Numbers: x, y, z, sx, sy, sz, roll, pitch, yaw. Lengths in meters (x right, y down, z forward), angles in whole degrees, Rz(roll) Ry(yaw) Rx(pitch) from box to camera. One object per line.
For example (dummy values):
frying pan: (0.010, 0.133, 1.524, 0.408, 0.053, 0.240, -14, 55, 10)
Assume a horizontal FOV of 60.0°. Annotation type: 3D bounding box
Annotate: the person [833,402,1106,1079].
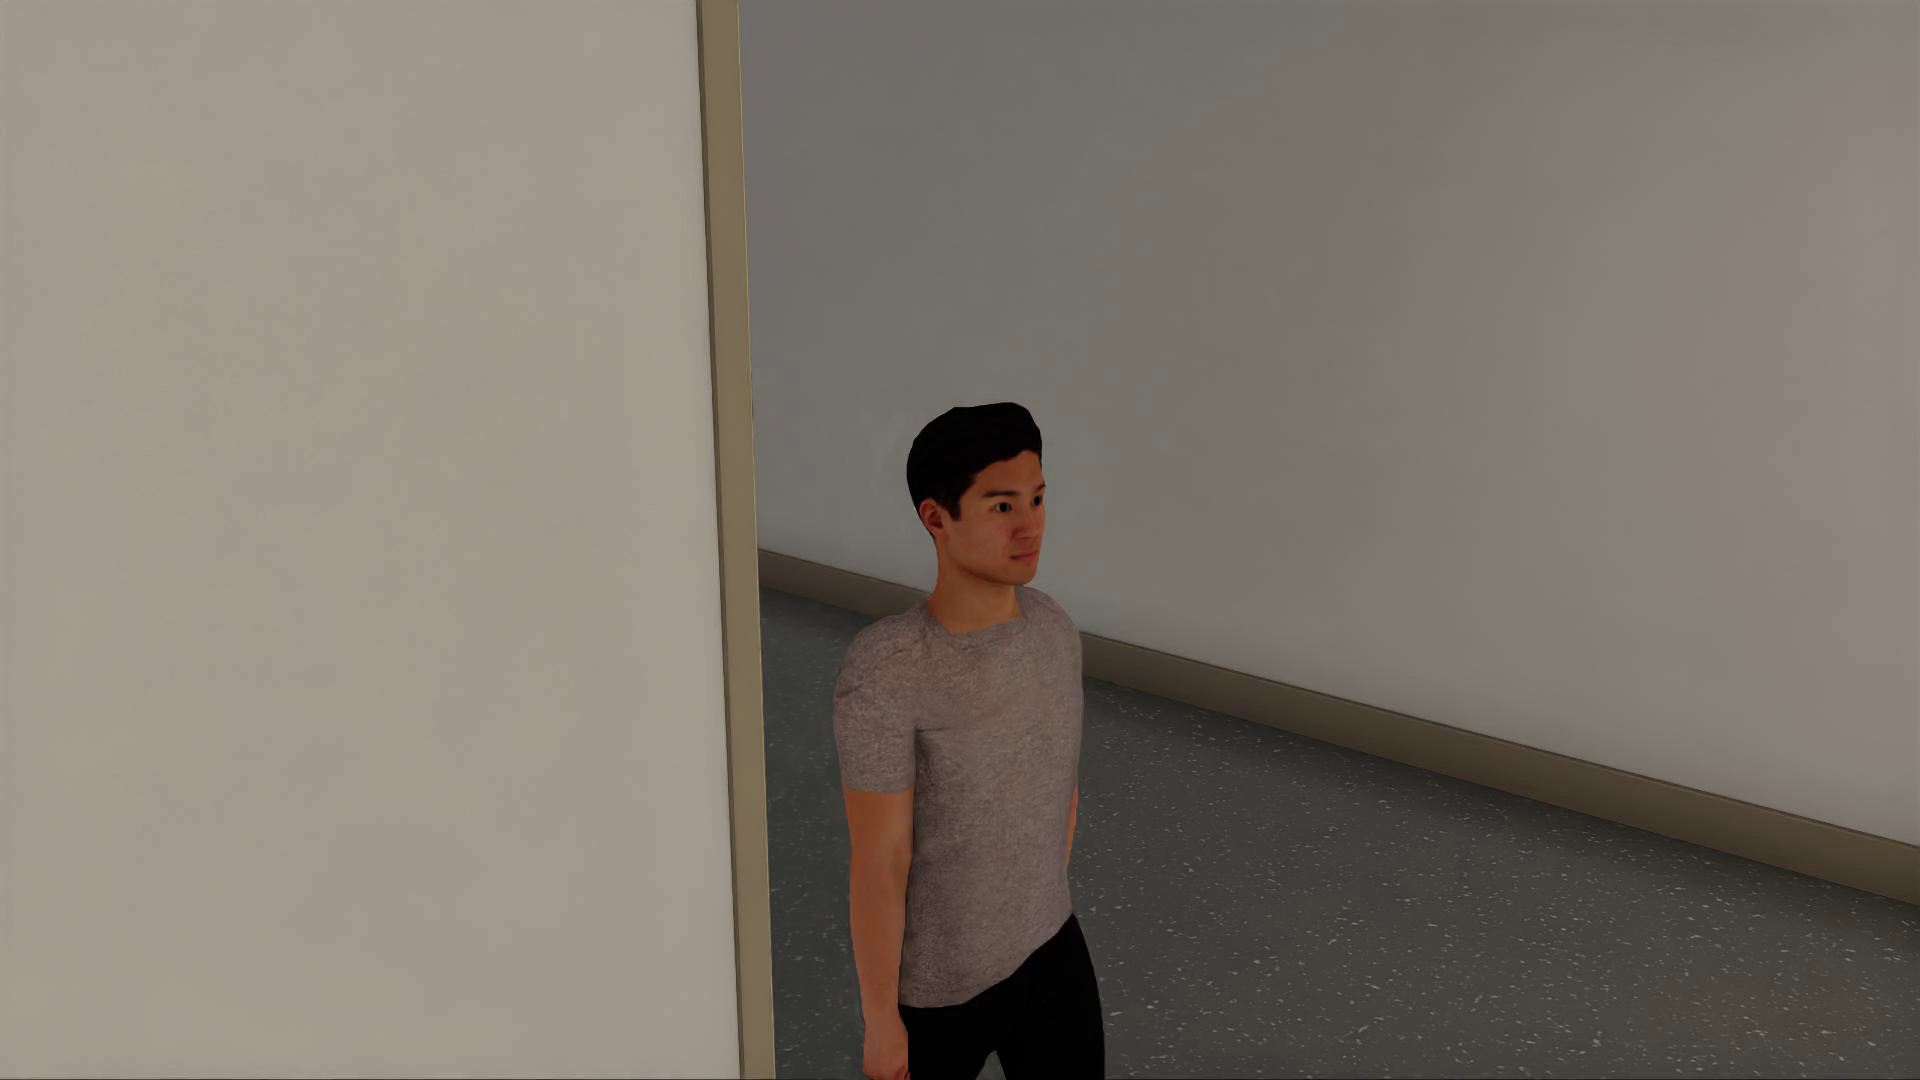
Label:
person: (-0.035, 0.622, 2.644, 1.073, 1.693, 0.833, -12, 19, -36)
